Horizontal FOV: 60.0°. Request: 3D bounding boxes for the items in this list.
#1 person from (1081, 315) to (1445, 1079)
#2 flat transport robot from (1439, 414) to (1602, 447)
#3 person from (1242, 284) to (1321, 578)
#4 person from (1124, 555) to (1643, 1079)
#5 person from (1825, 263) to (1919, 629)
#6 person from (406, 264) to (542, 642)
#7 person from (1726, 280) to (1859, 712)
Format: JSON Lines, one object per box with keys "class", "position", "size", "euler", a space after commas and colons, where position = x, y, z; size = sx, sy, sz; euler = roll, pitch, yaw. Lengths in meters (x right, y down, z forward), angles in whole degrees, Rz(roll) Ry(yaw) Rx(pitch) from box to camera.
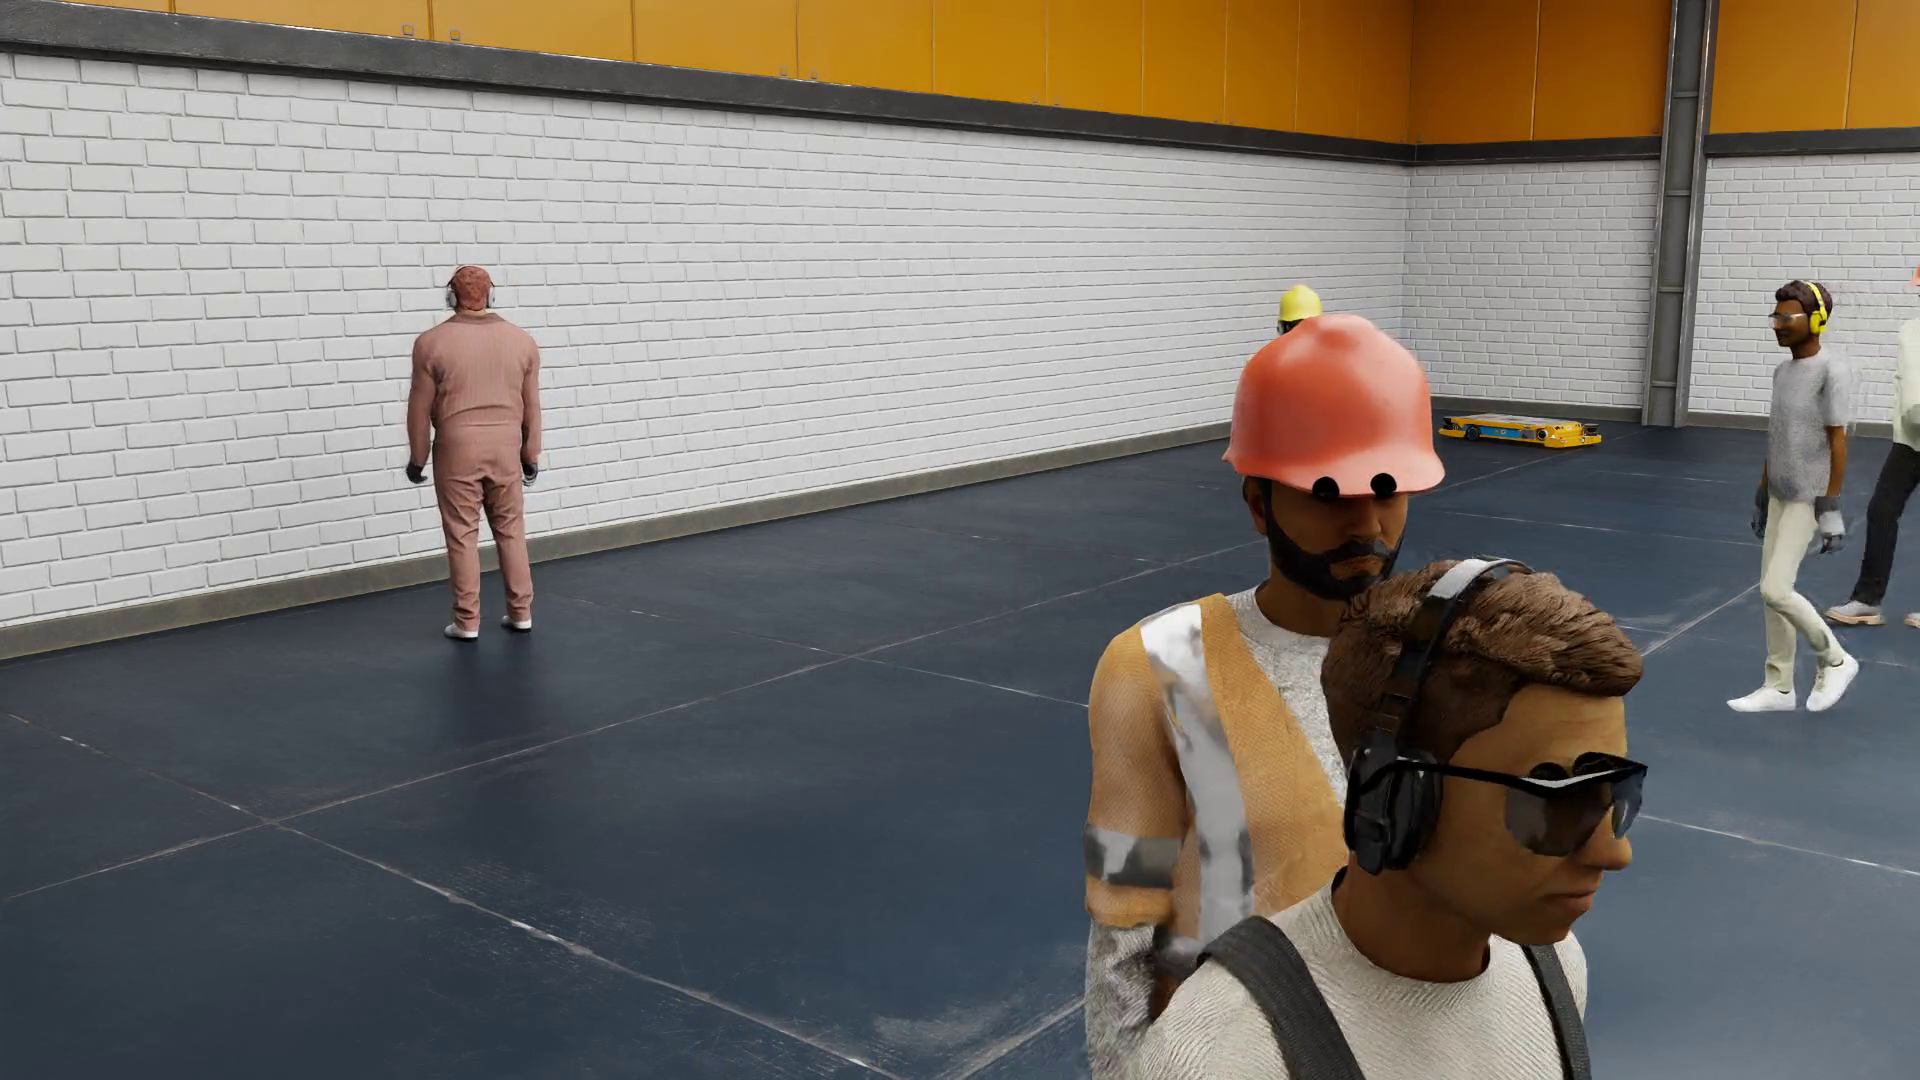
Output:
{"class": "person", "position": [0.420, 0.699, 2.044], "size": [0.542, 1.938, 0.358], "euler": [-3, 11, -15]}
{"class": "flat transport robot", "position": [5.606, -1.110, 16.683], "size": [0.652, 0.197, 1.431], "euler": [-8, 13, -38]}
{"class": "person", "position": [1.699, -0.383, 8.392], "size": [0.600, 1.807, 0.728], "euler": [1, 10, 3]}
{"class": "person", "position": [0.300, 0.884, 1.425], "size": [0.528, 1.800, 0.968], "euler": [-6, 12, -32]}
{"class": "person", "position": [4.893, -0.488, 8.527], "size": [0.837, 1.964, 0.654], "euler": [-3, 11, -16]}
{"class": "person", "position": [-2.444, -0.430, 8.407], "size": [0.654, 1.904, 0.431], "euler": [-7, 13, -35]}
{"class": "person", "position": [3.543, -0.162, 7.033], "size": [0.429, 1.856, 0.560], "euler": [0, 10, -2]}
